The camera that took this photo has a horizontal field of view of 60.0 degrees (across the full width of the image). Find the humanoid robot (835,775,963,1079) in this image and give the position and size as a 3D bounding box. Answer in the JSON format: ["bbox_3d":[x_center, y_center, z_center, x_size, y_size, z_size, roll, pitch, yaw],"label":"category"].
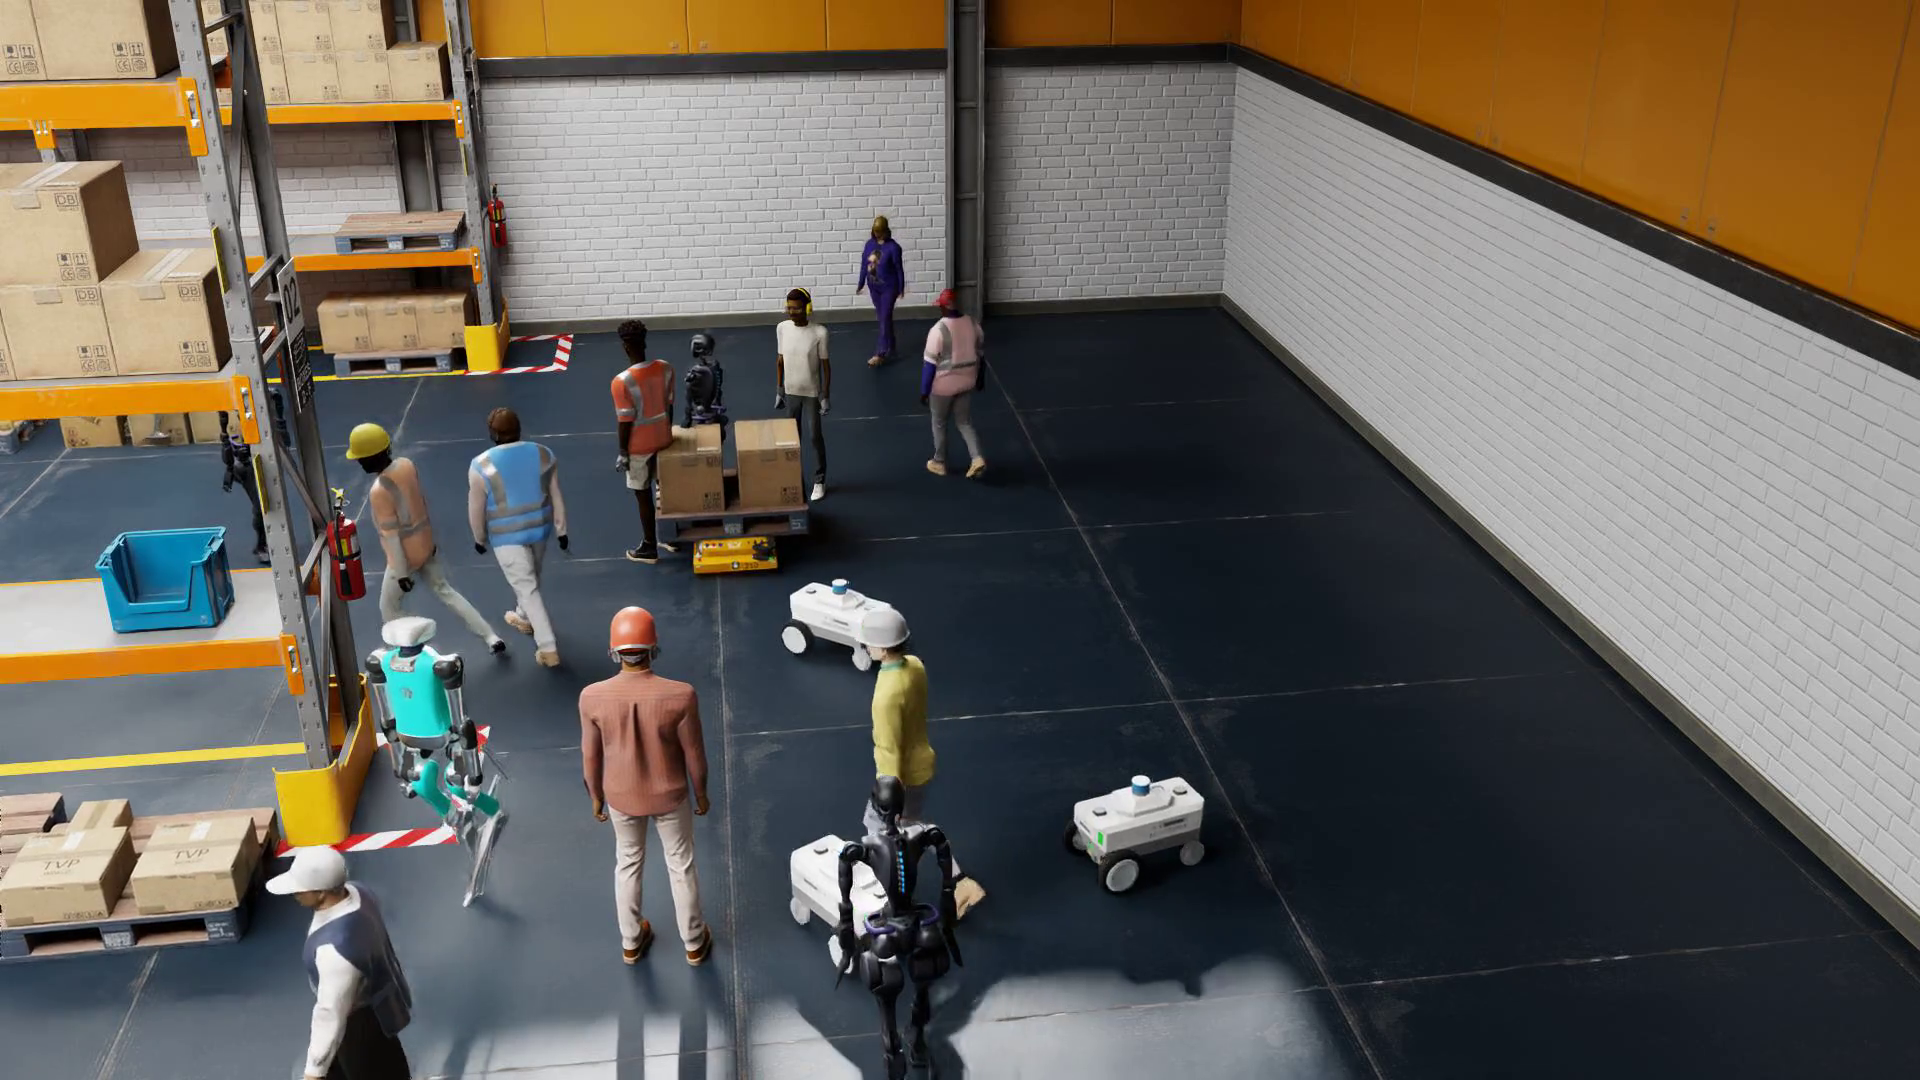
[{"bbox_3d":[-0.273,1.833,7.520,0.603,1.620,0.610,-7,25,-16],"label":"humanoid robot"}]

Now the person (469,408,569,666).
[{"bbox_3d":[-3.049,-0.038,11.608,0.627,1.788,0.962,-20,31,-38],"label":"person"}]

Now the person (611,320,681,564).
[{"bbox_3d":[-2.465,-0.768,13.041,0.373,1.962,0.603,17,29,33],"label":"person"}]

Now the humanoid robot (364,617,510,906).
[{"bbox_3d":[-2.735,1.221,8.951,0.564,1.918,0.685,6,24,13],"label":"humanoid robot"}]

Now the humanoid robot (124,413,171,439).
[{"bbox_3d":[-7.658,-1.678,15.405,0.940,1.759,0.547,4,24,10],"label":"humanoid robot"}]

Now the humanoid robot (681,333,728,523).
[{"bbox_3d":[-2.117,-0.897,13.682,0.343,1.655,0.596,9,25,20],"label":"humanoid robot"}]

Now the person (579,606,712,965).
[{"bbox_3d":[-1.575,1.257,8.407,0.621,1.985,0.403,1,24,3],"label":"person"}]

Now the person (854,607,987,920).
[{"bbox_3d":[-0.250,1.213,8.670,0.697,1.869,0.483,10,26,22],"label":"person"}]

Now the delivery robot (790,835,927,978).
[{"bbox_3d":[-0.563,1.885,8.748,0.499,0.595,0.781,-19,30,-37],"label":"delivery robot"}]

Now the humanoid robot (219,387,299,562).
[{"bbox_3d":[-5.528,-0.634,13.104,0.536,1.644,0.613,17,29,34],"label":"humanoid robot"}]

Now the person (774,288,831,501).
[{"bbox_3d":[-1.352,-1.248,14.250,0.521,1.871,0.325,8,25,17],"label":"person"}]

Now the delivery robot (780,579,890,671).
[{"bbox_3d":[-0.860,0.567,11.762,0.799,0.605,0.499,15,28,30],"label":"delivery robot"}]

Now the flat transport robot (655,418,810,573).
[{"bbox_3d":[-1.863,-0.108,13.643,0.659,0.231,1.431,-3,24,-8],"label":"flat transport robot"}]

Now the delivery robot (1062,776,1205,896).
[{"bbox_3d":[0.980,1.620,9.366,0.786,0.608,0.499,-10,26,-22],"label":"delivery robot"}]

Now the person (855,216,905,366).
[{"bbox_3d":[-0.883,-2.671,17.833,0.465,1.592,0.790,15,28,31],"label":"person"}]

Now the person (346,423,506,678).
[{"bbox_3d":[-3.648,0.072,11.247,0.886,1.875,0.624,2,24,4],"label":"person"}]

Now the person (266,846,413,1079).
[{"bbox_3d":[-2.645,2.026,6.968,0.865,1.719,0.754,-8,25,-17],"label":"person"}]

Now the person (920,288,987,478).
[{"bbox_3d":[-0.024,-1.349,14.664,0.667,1.726,0.650,-16,28,-31],"label":"person"}]
